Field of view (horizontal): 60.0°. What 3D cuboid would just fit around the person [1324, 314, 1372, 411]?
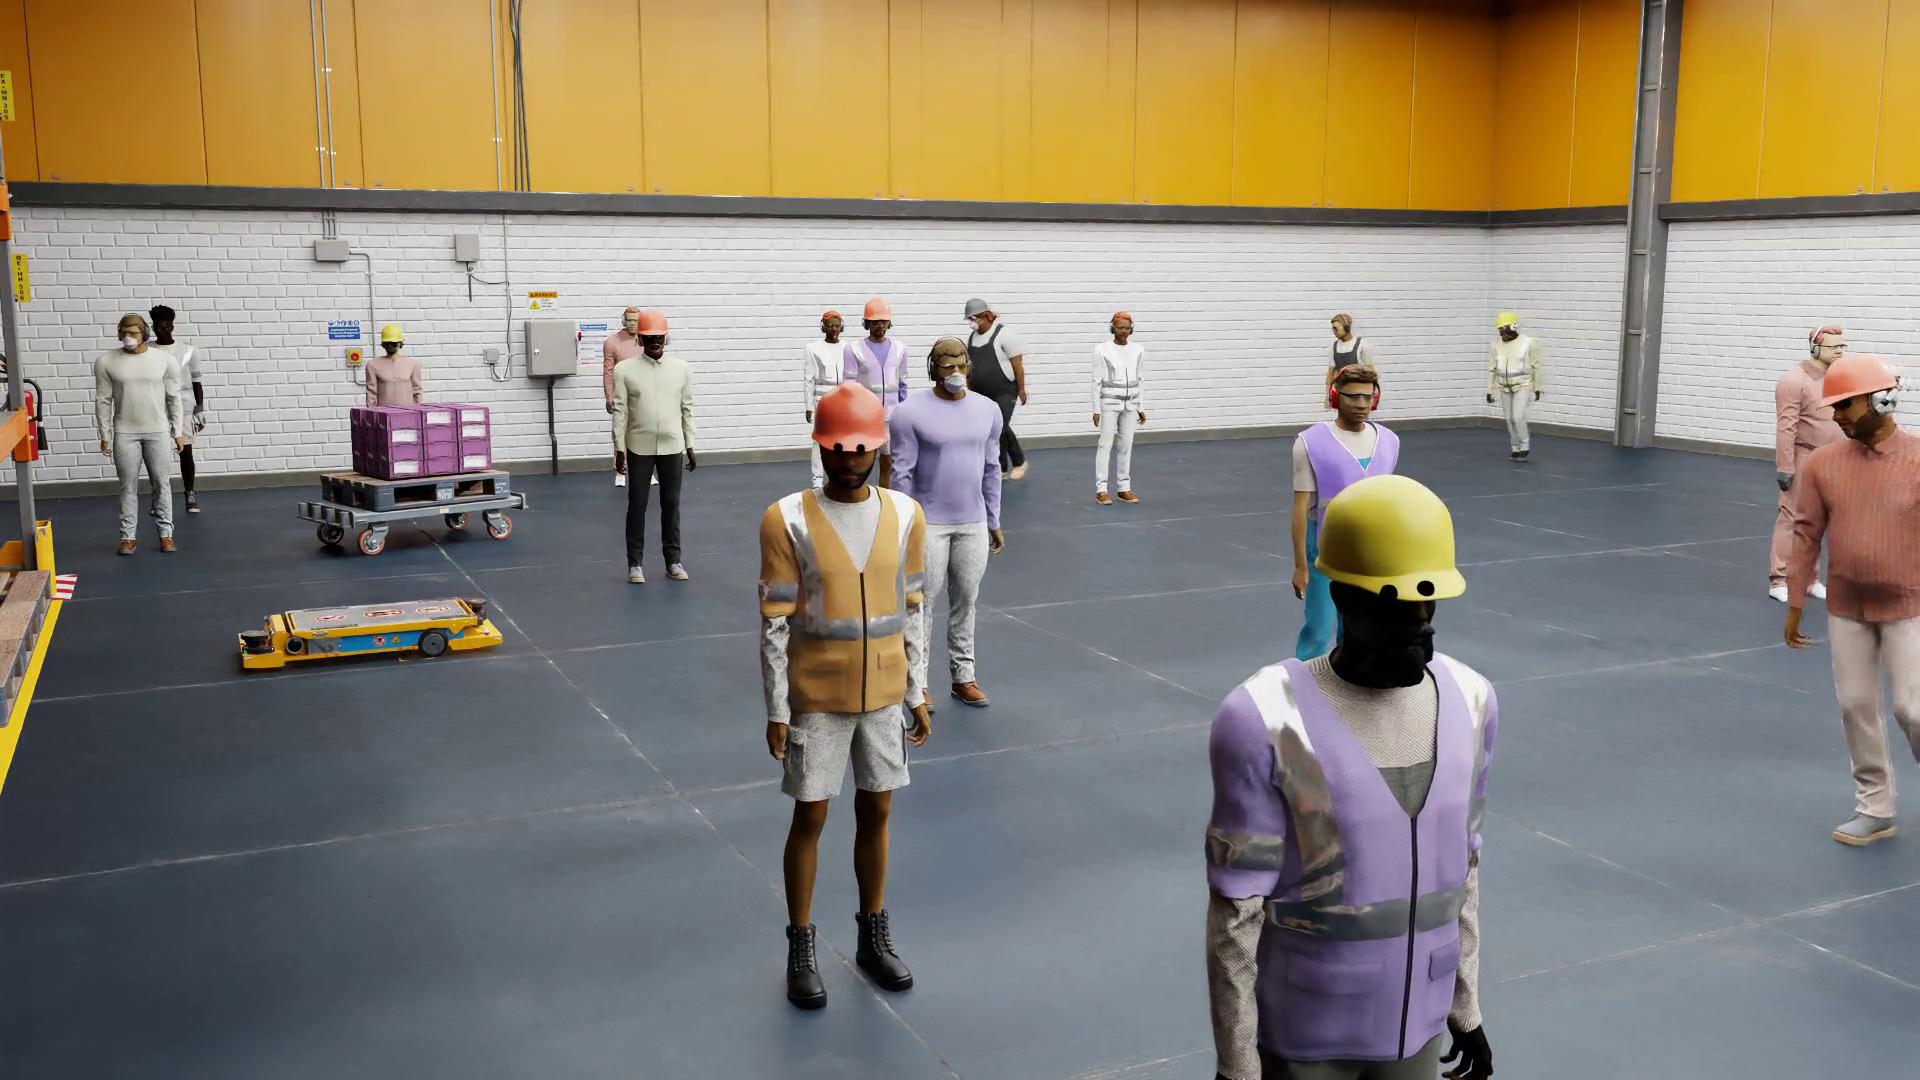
[{"bbox_3d":[4.351,-1.616,18.546,0.493,1.802,0.522,-8,12,-42],"label":"person"}]

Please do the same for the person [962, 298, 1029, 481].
[{"bbox_3d":[0.316,-1.629,17.891,0.629,2.000,0.723,-9,13,-43],"label":"person"}]

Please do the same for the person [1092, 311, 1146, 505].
[{"bbox_3d":[1.549,-1.286,16.248,0.582,1.882,0.338,-4,10,-24],"label":"person"}]

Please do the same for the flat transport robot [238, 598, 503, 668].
[{"bbox_3d":[-3.517,0.539,9.916,1.431,0.197,0.652,-4,10,-25],"label":"flat transport robot"}]

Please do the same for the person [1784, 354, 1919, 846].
[{"bbox_3d":[3.592,0.252,6.508,0.511,1.948,0.672,-7,12,-37],"label":"person"}]

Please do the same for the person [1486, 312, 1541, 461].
[{"bbox_3d":[6.613,-1.826,19.901,0.528,1.788,0.605,-8,12,-42],"label":"person"}]

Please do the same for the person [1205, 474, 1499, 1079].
[{"bbox_3d":[0.710,0.836,2.946,0.593,1.925,0.384,-4,10,-24],"label":"person"}]

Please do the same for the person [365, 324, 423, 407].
[{"bbox_3d":[-5.447,-1.196,16.059,0.531,1.765,0.327,-4,10,-24],"label":"person"}]

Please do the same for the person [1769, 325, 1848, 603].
[{"bbox_3d":[5.867,-0.515,11.394,0.649,1.906,0.401,-4,10,-24],"label":"person"}]

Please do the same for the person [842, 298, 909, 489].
[{"bbox_3d":[-0.710,-1.078,14.463,0.613,2.041,0.393,-4,10,-24],"label":"person"}]

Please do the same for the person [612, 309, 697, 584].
[{"bbox_3d":[-2.220,-0.679,12.135,0.619,1.992,0.396,-4,10,-24],"label":"person"}]

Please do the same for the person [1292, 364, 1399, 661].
[{"bbox_3d":[1.795,0.090,7.840,0.568,1.840,0.374,-4,10,-24],"label":"person"}]

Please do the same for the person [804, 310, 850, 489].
[{"bbox_3d":[-1.278,-1.346,16.617,0.582,1.882,0.338,-4,10,-24],"label":"person"}]

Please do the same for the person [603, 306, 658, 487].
[{"bbox_3d":[-3.436,-1.513,17.594,0.649,1.904,0.401,-4,10,-24],"label":"person"}]

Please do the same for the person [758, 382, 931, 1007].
[{"bbox_3d":[-0.339,0.476,5.155,0.550,1.933,0.374,-4,10,-24],"label":"person"}]

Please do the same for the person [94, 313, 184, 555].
[{"bbox_3d":[-6.581,-0.849,13.373,0.633,1.936,0.353,-4,10,-24],"label":"person"}]

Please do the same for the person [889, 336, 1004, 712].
[{"bbox_3d":[-0.062,-0.080,8.598,0.633,1.938,0.356,-4,10,-24],"label":"person"}]

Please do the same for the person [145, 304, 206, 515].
[{"bbox_3d":[-7.395,-1.216,15.559,0.612,1.962,0.364,-4,10,-24],"label":"person"}]
